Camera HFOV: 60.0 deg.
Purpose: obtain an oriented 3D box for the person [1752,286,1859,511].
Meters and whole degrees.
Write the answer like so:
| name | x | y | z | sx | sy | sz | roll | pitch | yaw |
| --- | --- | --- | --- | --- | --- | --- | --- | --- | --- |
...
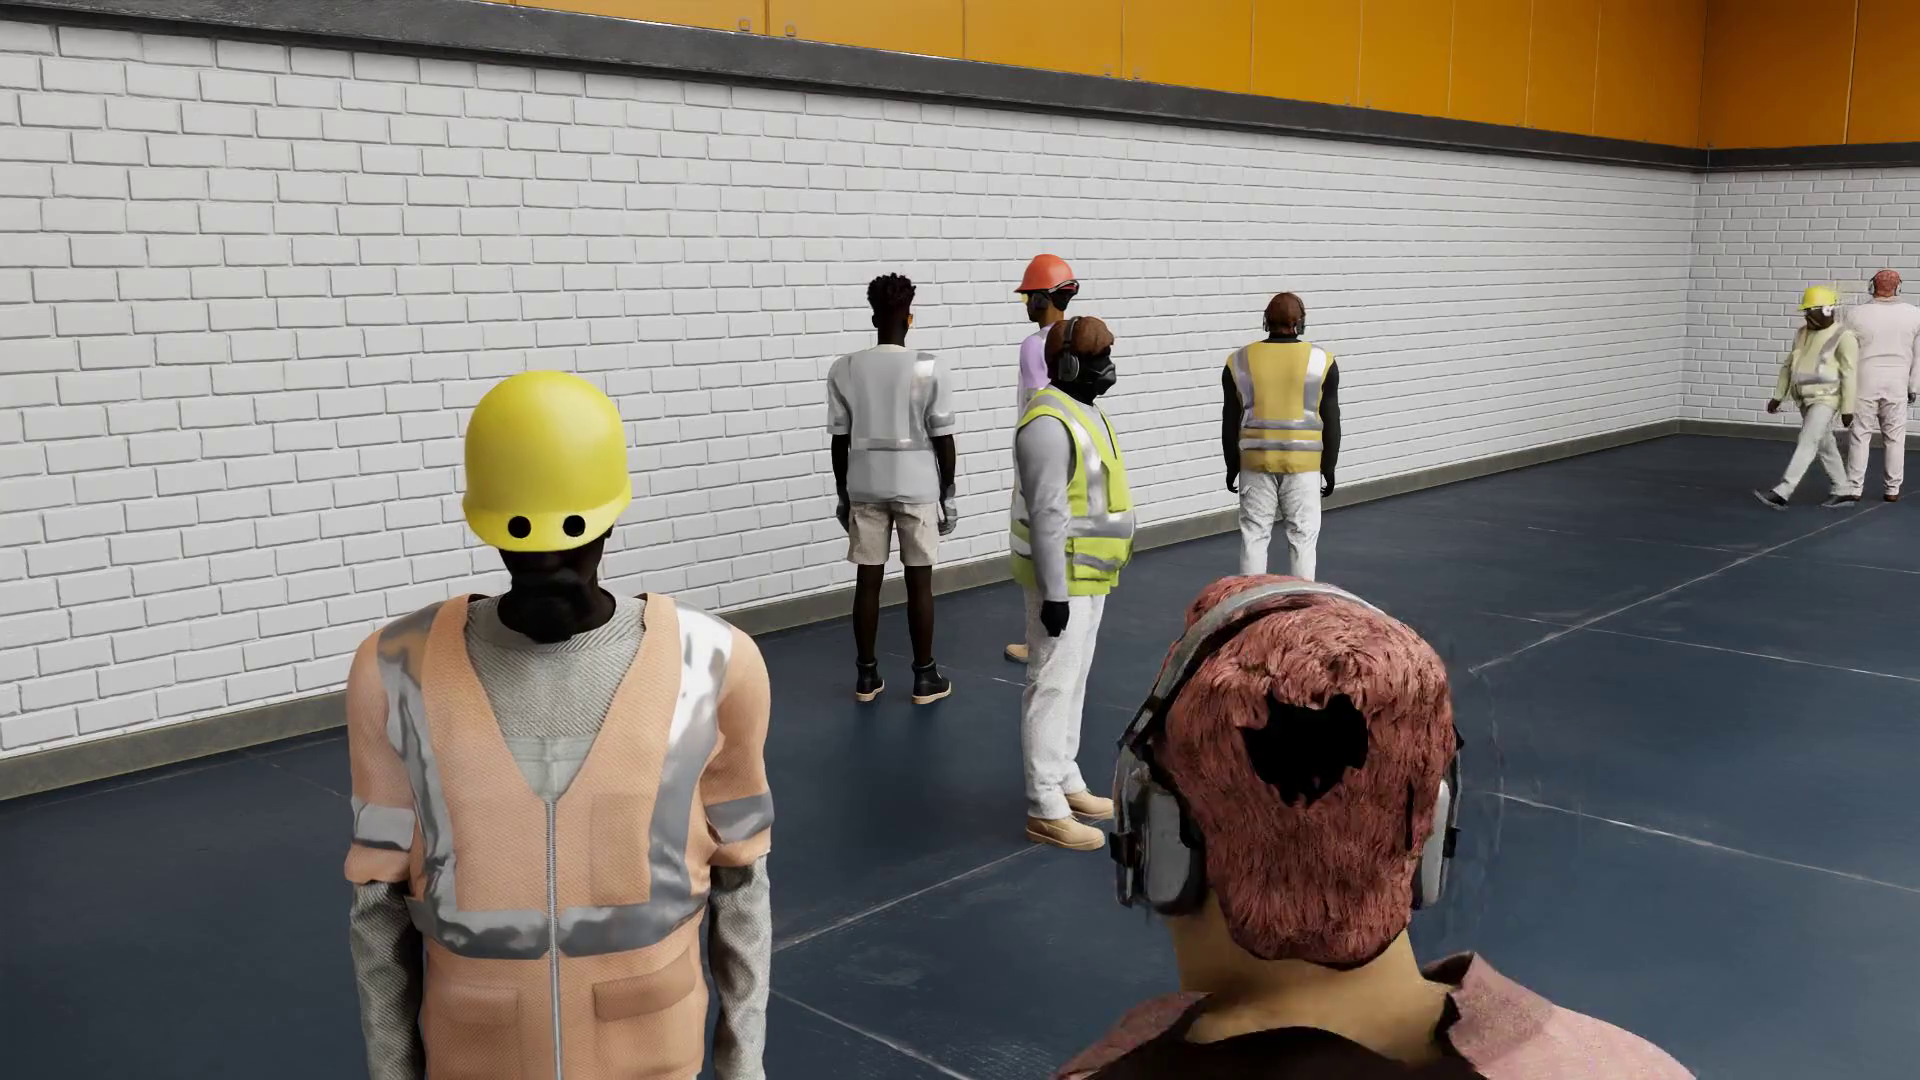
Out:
| name | x | y | z | sx | sy | sz | roll | pitch | yaw |
| --- | --- | --- | --- | --- | --- | --- | --- | --- | --- |
| person | 6.757 | -1.111 | 13.186 | 0.953 | 1.770 | 0.584 | -2 | 10 | -9 |

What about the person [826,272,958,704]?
| name | x | y | z | sx | sy | sz | roll | pitch | yaw |
| --- | --- | --- | --- | --- | --- | --- | --- | --- | --- |
| person | -0.298 | -0.226 | 7.576 | 0.607 | 1.966 | 0.363 | 2 | 10 | 14 |

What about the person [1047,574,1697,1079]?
| name | x | y | z | sx | sy | sz | roll | pitch | yaw |
| --- | --- | --- | --- | --- | --- | --- | --- | --- | --- |
| person | 0.225 | 0.947 | 1.235 | 0.664 | 1.851 | 0.996 | -2 | 10 | -13 |

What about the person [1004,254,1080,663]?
| name | x | y | z | sx | sy | sz | roll | pitch | yaw |
| --- | --- | --- | --- | --- | --- | --- | --- | --- | --- |
| person | 0.433 | -0.400 | 8.349 | 0.373 | 2.042 | 0.614 | 6 | 11 | 29 |

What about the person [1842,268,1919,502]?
| name | x | y | z | sx | sy | sz | roll | pitch | yaw |
| --- | --- | --- | --- | --- | --- | --- | --- | --- | --- |
| person | 7.511 | -1.259 | 13.631 | 0.641 | 1.910 | 0.401 | 2 | 10 | 13 |

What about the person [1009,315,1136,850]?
| name | x | y | z | sx | sy | sz | roll | pitch | yaw |
| --- | --- | --- | --- | --- | --- | --- | --- | --- | --- |
| person | 0.400 | 0.138 | 5.860 | 0.430 | 1.845 | 0.624 | 3 | 10 | 18 |

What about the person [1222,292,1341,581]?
| name | x | y | z | sx | sy | sz | roll | pitch | yaw |
| --- | --- | --- | --- | --- | --- | --- | --- | --- | --- |
| person | 1.710 | -0.393 | 8.887 | 0.626 | 1.844 | 0.429 | 3 | 10 | 15 |

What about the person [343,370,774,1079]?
| name | x | y | z | sx | sy | sz | roll | pitch | yaw |
| --- | --- | --- | --- | --- | --- | --- | --- | --- | --- |
| person | -0.548 | 0.719 | 2.340 | 0.585 | 1.918 | 0.378 | -2 | 10 | -9 |
